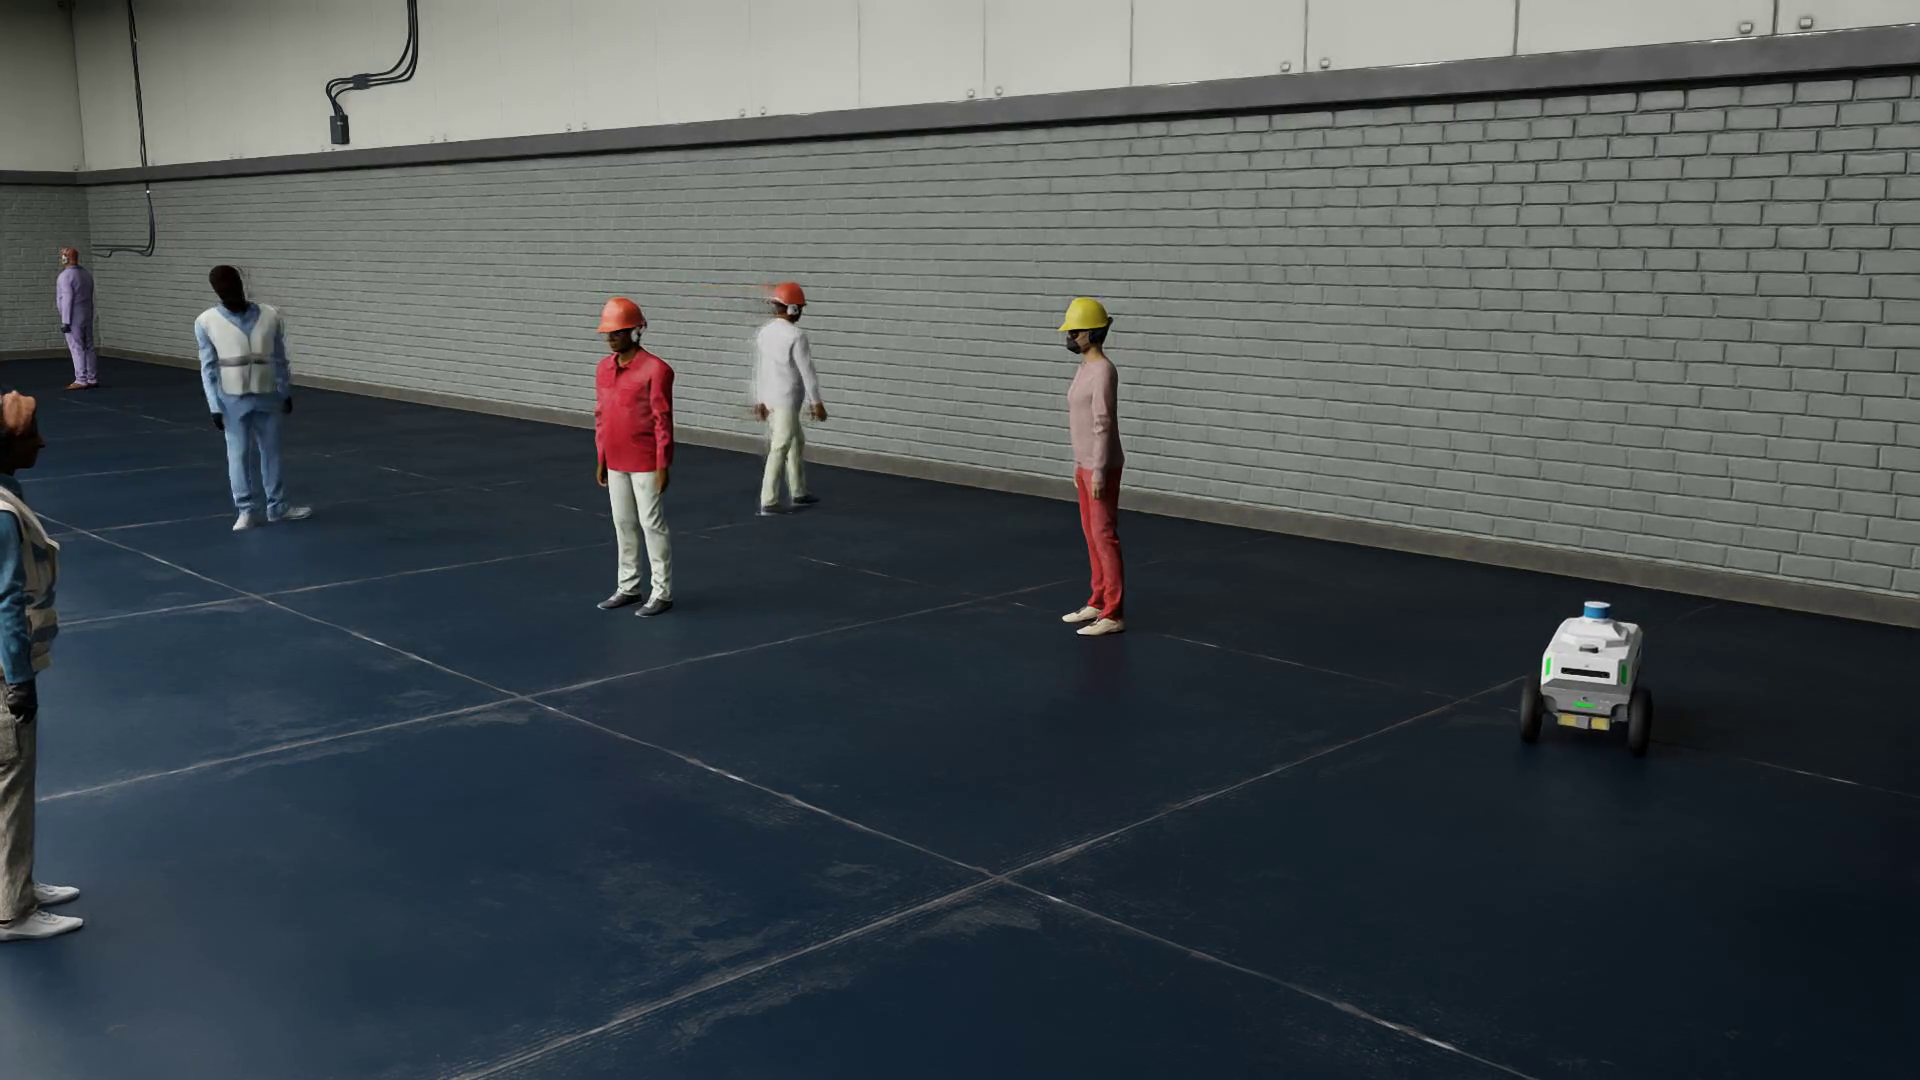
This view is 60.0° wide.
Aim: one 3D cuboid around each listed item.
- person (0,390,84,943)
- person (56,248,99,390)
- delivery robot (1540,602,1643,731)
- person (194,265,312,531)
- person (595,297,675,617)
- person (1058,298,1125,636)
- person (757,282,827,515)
[{"bbox_3d":[-2.819,0.374,4.929,0.320,1.628,0.509,-7,12,-33],"label":"person"},{"bbox_3d":[-11.975,-2.988,22.503,0.403,1.906,0.651,0,10,2],"label":"person"},{"bbox_3d":[2.635,0.500,6.918,0.477,0.478,0.707,5,12,25],"label":"delivery robot"},{"bbox_3d":[-5.010,-1.013,11.847,0.381,1.871,0.789,9,14,40],"label":"person"},{"bbox_3d":[-1.806,-0.451,9.117,0.571,1.743,0.351,8,13,36],"label":"person"},{"bbox_3d":[0.678,-0.382,8.709,0.350,1.758,0.522,-2,11,-9],"label":"person"},{"bbox_3d":[-1.225,-1.057,12.472,0.742,1.719,0.576,-7,12,-32],"label":"person"}]
